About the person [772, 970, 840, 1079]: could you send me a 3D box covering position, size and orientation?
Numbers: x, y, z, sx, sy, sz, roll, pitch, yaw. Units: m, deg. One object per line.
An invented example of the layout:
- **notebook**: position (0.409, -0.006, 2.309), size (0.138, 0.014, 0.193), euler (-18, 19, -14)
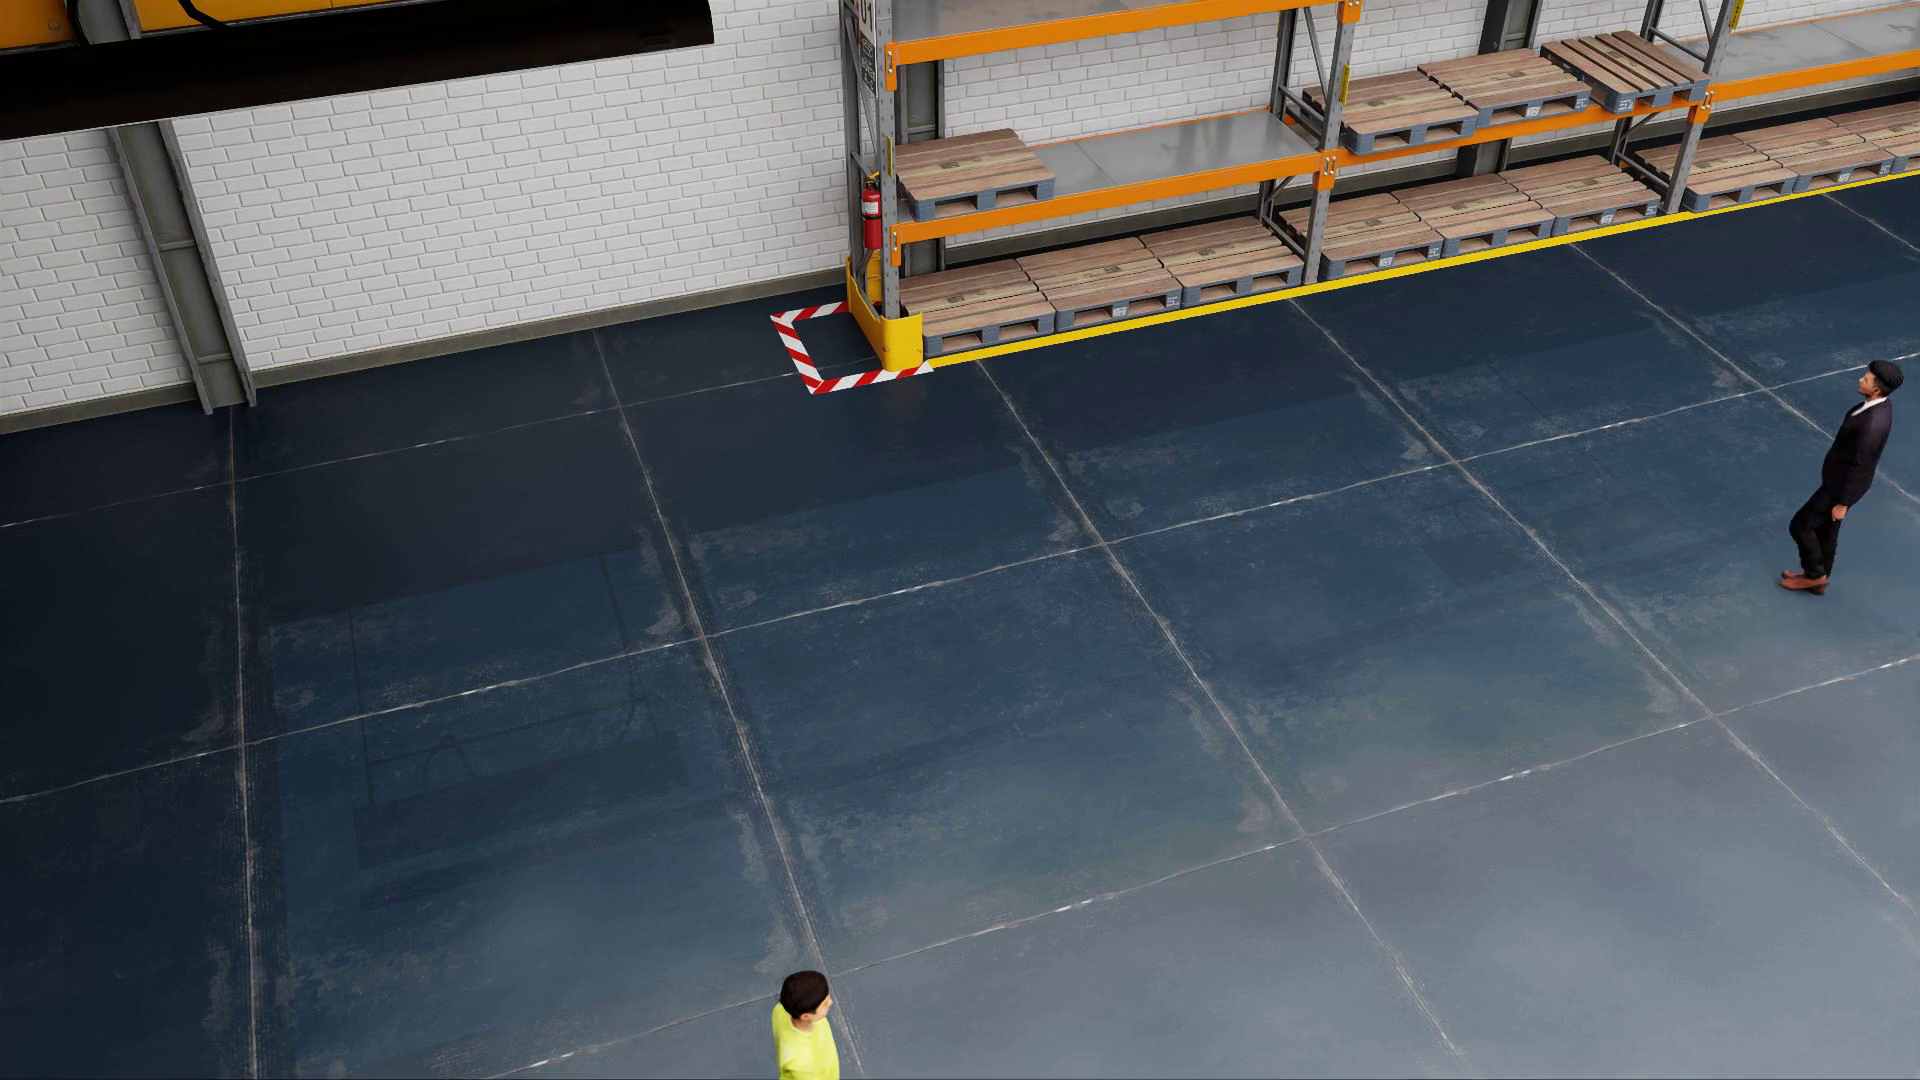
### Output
- **person**: position (-0.704, 2.562, 7.666), size (0.505, 1.708, 0.621), euler (-12, 40, -14)

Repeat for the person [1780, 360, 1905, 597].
- **person**: position (6.040, -0.354, 11.188), size (0.876, 1.869, 0.779), euler (22, 43, 25)
